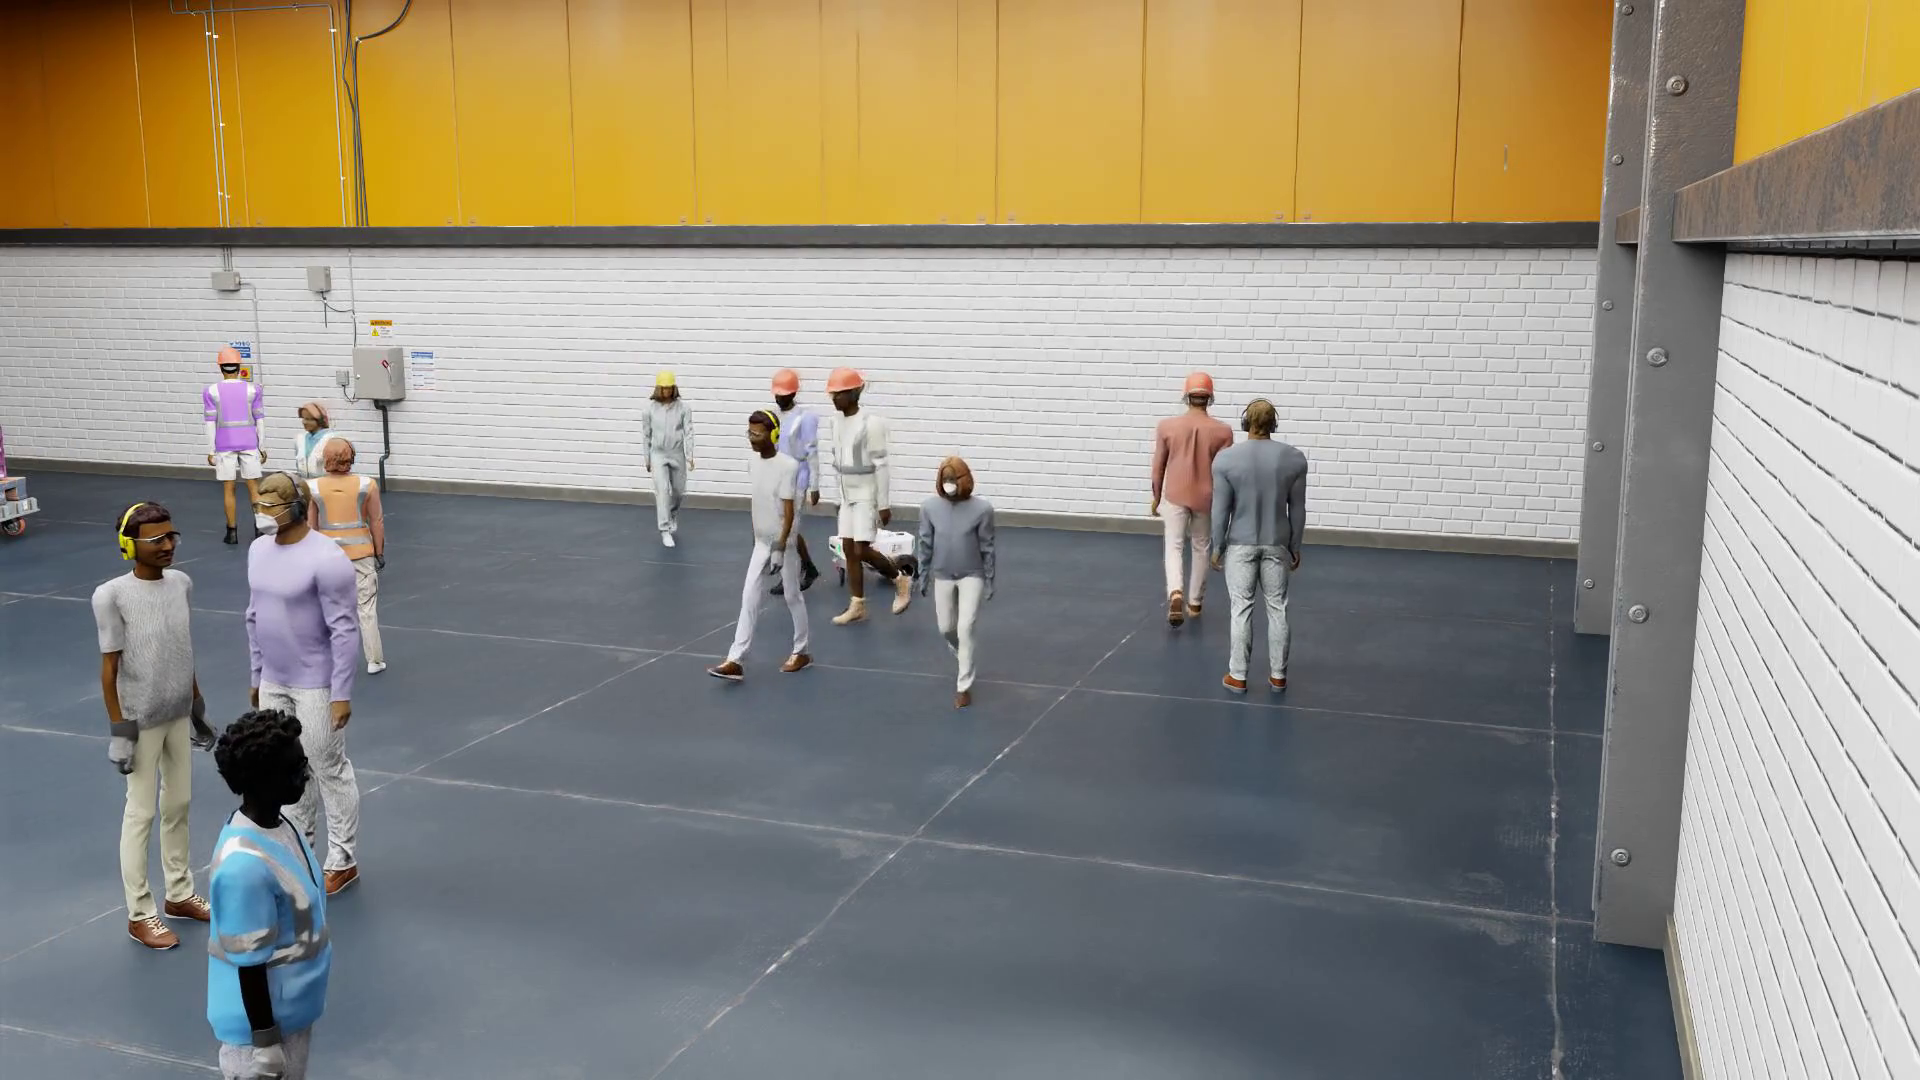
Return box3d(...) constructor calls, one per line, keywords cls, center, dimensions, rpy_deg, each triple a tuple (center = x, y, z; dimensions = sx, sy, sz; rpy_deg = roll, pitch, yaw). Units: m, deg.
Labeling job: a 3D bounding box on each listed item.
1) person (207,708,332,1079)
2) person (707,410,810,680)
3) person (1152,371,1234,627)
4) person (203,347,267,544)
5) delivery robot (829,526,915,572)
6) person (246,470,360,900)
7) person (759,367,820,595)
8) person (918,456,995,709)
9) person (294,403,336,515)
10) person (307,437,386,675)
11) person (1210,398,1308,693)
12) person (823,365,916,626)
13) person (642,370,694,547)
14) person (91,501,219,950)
box3d(cls="person", center=(-1.873, 1.286, 4.543), dimensions=(0.317, 1.695, 0.540), rpy_deg=(-3, 10, -15))
box3d(cls="person", center=(-1.311, 0.050, 11.136), dimensions=(0.510, 1.823, 0.934), rpy_deg=(7, 12, 35))
box3d(cls="person", center=(1.790, -0.318, 12.844), dimensions=(0.623, 1.970, 0.877), rpy_deg=(1, 10, 8))
box3d(cls="person", center=(-7.111, -0.927, 16.339), dimensions=(0.552, 1.932, 0.377), rpy_deg=(-6, 11, -29))
box3d(cls="delivery robot", center=(-0.762, 0.067, 14.361), dimensions=(0.707, 0.478, 0.477), rpy_deg=(-3, 11, -19))
box3d(cls="person", center=(-2.953, 0.647, 7.462), dimensions=(0.627, 1.940, 0.375), rpy_deg=(6, 12, 29))
box3d(cls="person", center=(-1.443, -0.481, 13.849), dimensions=(0.417, 1.918, 0.559), rpy_deg=(-9, 14, -43))
box3d(cls="person", center=(-0.003, 0.233, 10.753), dimensions=(0.503, 1.606, 0.686), rpy_deg=(2, 10, 13))
box3d(cls="person", center=(-5.355, -0.319, 13.775), dimensions=(0.546, 1.615, 0.589), rpy_deg=(5, 11, 25))
box3d(cls="person", center=(-4.154, 0.123, 11.259), dimensions=(0.513, 1.641, 0.307), rpy_deg=(-3, 11, -17))
box3d(cls="person", center=(1.938, 0.043, 10.866), dimensions=(0.629, 1.940, 0.379), rpy_deg=(0, 10, -2))
box3d(cls="person", center=(-0.744, -0.342, 12.792), dimensions=(0.631, 2.023, 0.620), rpy_deg=(-8, 13, -37))
box3d(cls="person", center=(-2.897, -0.834, 16.408), dimensions=(0.485, 1.720, 0.744), rpy_deg=(-4, 11, -21))
box3d(cls="person", center=(-3.366, 0.761, 7.011), dimensions=(0.326, 1.874, 0.519), rpy_deg=(3, 11, 18))
